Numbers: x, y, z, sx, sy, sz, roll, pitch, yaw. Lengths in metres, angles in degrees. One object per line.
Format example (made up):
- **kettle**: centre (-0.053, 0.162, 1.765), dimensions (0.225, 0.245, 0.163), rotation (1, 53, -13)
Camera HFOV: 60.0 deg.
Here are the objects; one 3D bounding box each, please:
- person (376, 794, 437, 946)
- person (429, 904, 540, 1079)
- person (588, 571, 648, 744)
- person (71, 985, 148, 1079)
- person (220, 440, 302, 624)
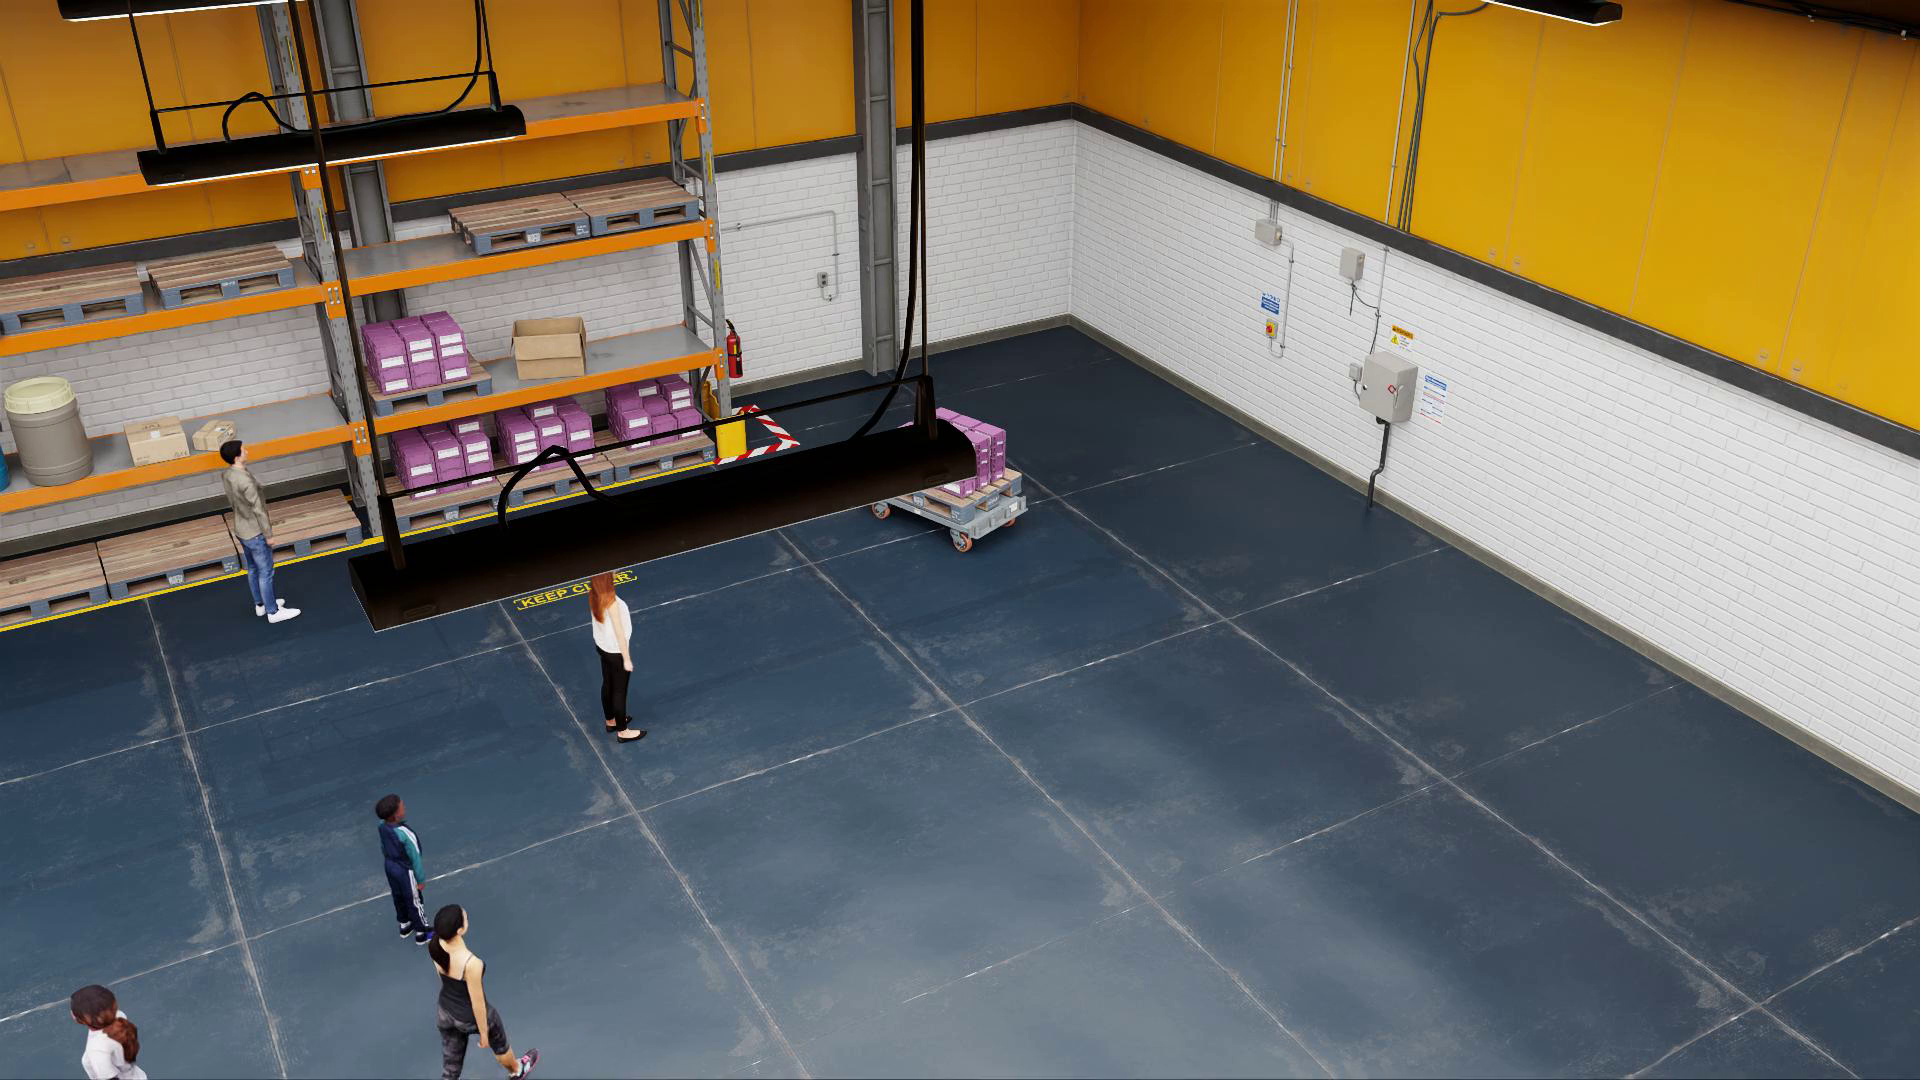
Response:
- **person**: centre (-3.984, 2.339, 11.894), dimensions (0.560, 1.255, 0.577), rotation (19, 34, 31)
- **person**: centre (-3.110, 3.007, 10.221), dimensions (1.007, 1.683, 1.184), rotation (12, 31, 22)
- **person**: centre (-2.931, 0.920, 14.006), dimensions (0.540, 1.722, 0.613), rotation (-21, 35, -33)
- **person**: centre (-4.868, 3.264, 9.712), dimensions (0.591, 1.720, 0.634), rotation (-8, 30, -14)
- **person**: centre (-6.688, -0.085, 15.700), dimensions (0.767, 1.865, 0.707), rotation (24, 36, 36)
